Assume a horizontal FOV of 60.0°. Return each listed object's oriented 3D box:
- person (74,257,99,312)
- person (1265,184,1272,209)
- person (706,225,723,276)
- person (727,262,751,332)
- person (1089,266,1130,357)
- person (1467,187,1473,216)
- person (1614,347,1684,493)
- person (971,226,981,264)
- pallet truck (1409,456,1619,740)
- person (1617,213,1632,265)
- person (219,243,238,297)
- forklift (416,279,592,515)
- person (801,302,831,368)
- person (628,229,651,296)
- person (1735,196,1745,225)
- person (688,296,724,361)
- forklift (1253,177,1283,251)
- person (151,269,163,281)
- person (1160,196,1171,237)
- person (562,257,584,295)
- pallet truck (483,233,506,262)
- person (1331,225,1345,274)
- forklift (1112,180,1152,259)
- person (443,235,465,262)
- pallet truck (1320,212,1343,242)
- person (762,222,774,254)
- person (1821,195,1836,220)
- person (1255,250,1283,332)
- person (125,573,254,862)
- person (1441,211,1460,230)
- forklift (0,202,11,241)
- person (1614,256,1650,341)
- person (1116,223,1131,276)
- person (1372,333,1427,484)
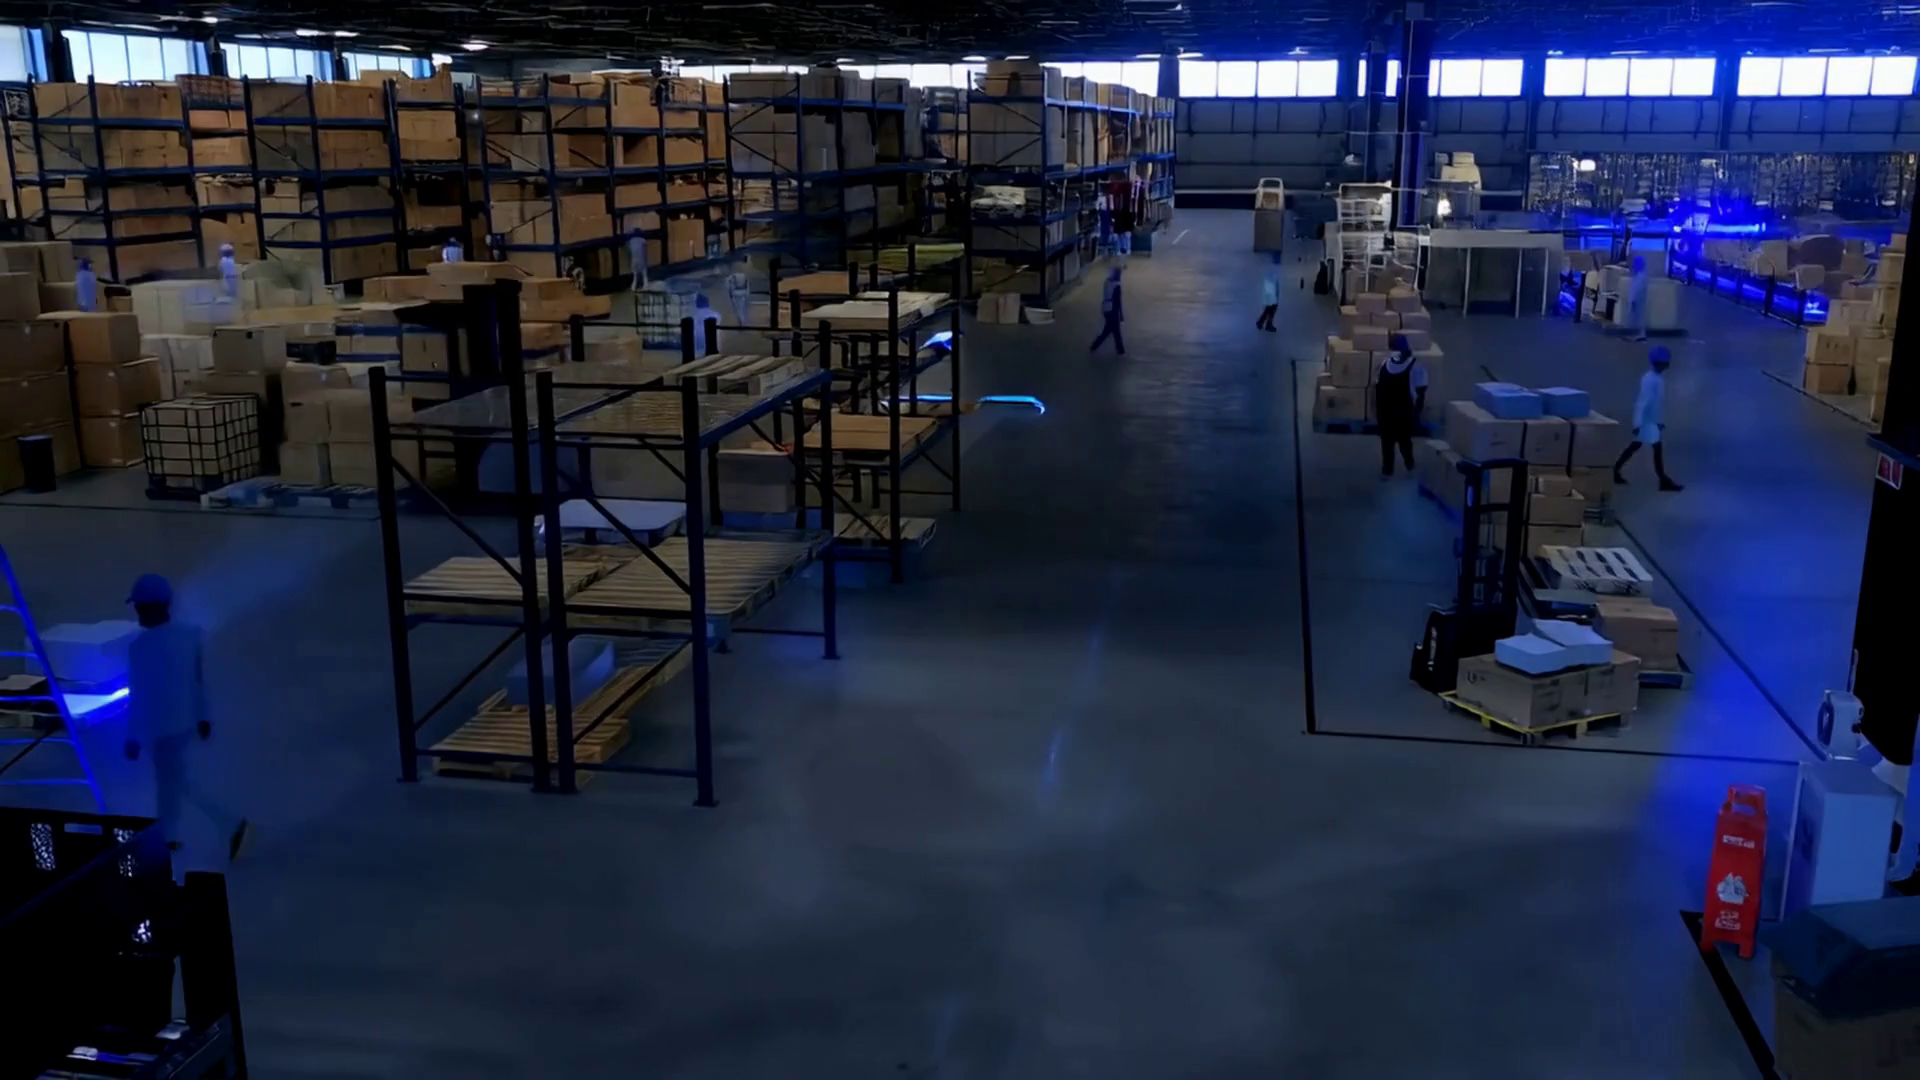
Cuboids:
[{"bbox_3d":[-19.223,-5.252,36.534,0.851,1.913,0.640,0,14,0],"label":"person"},{"bbox_3d":[15.395,-16.721,82.913,0.386,1.992,0.625,7,16,28],"label":"person"},{"bbox_3d":[-7.869,-9.316,53.519,0.540,1.676,0.679,3,14,14],"label":"person"},{"bbox_3d":[-5.191,-5.703,38.995,0.520,1.600,0.846,-5,15,-21],"label":"person"},{"bbox_3d":[3.103,-4.727,34.457,0.945,1.889,0.595,-5,15,-20],"label":"person"},{"bbox_3d":[27.878,-18.615,91.167,0.768,1.727,0.572,2,14,9],"label":"person"},{"bbox_3d":[9.004,-1.599,21.763,1.027,1.887,0.558,11,17,37],"label":"person"},{"bbox_3d":[0.567,-10.548,58.320,0.526,1.769,0.330,13,19,42],"label":"person"},{"bbox_3d":[4.504,0.400,13.395,0.823,1.965,1.885,-6,15,-23],"label":"pallet truck"},{"bbox_3d":[23.204,-10.509,58.065,0.406,1.821,0.600,10,17,35],"label":"person"},{"bbox_3d":[-18.005,-6.318,40.832,0.730,1.921,0.545,1,14,5],"label":"person"},{"bbox_3d":[-5.639,-1.776,20.413,1.873,2.768,1.129,3,14,10],"label":"forklift"},{"bbox_3d":[-2.638,-3.658,30.267,0.592,1.820,0.809,-3,14,-14],"label":"person"},{"bbox_3d":[-9.154,-7.931,47.460,0.634,1.893,1.006,2,14,9],"label":"person"},{"bbox_3d":[33.882,-14.016,72.243,0.571,1.840,0.373,-12,18,-41],"label":"person"},{"bbox_3d":[-4.435,-3.331,28.981,0.642,1.794,0.664,0,14,-2],"label":"person"},{"bbox_3d":[12.083,-12.747,64.956,1.129,2.768,1.873,3,14,10],"label":"forklift"},{"bbox_3d":[-17.557,-5.183,36.787,0.535,1.652,0.878,10,17,36],"label":"person"},{"bbox_3d":[9.133,-14.354,73.778,0.311,1.768,0.524,-11,18,-37],"label":"person"},{"bbox_3d":[-9.351,-6.023,40.231,0.524,1.632,0.314,-1,14,-2],"label":"person"},{"bbox_3d":[-11.832,-7.026,43.548,1.885,1.965,0.823,8,16,28],"label":"pallet truck"},{"bbox_3d":[12.433,-9.553,54.579,0.422,1.621,0.517,-9,16,-32],"label":"person"},{"bbox_3d":[6.082,-11.722,60.796,1.873,2.768,1.129,2,14,9],"label":"forklift"},{"bbox_3d":[-13.467,-7.171,44.373,0.565,1.877,0.997,-1,14,-4],"label":"person"},{"bbox_3d":[15.874,-13.227,70.310,0.680,1.201,1.601,10,17,35],"label":"pallet truck"},{"bbox_3d":[-7.257,-11.672,63.153,0.500,1.636,0.282,-1,14,-5],"label":"person"},{"bbox_3d":[38.901,-14.552,74.494,0.645,1.807,0.585,10,17,36],"label":"person"},{"bbox_3d":[7.208,-5.794,38.713,0.518,1.922,0.743,-1,14,-4],"label":"person"},{"bbox_3d":[-4.969,1.140,10.605,0.833,1.902,0.602,1,14,5],"label":"person"},{"bbox_3d":[16.342,-9.901,55.240,0.790,1.989,0.461,4,15,17],"label":"person"},{"bbox_3d":[-24.593,-7.187,42.384,1.873,2.768,1.129,2,14,9],"label":"forklift"},{"bbox_3d":[15.042,-5.390,37.136,0.799,1.876,0.657,3,14,12],"label":"person"},{"bbox_3d":[5.255,-9.357,53.638,0.321,1.693,0.530,-13,19,-43],"label":"person"},{"bbox_3d":[5.773,-1.750,22.037,0.684,2.000,0.541,12,18,39],"label":"person"}]
